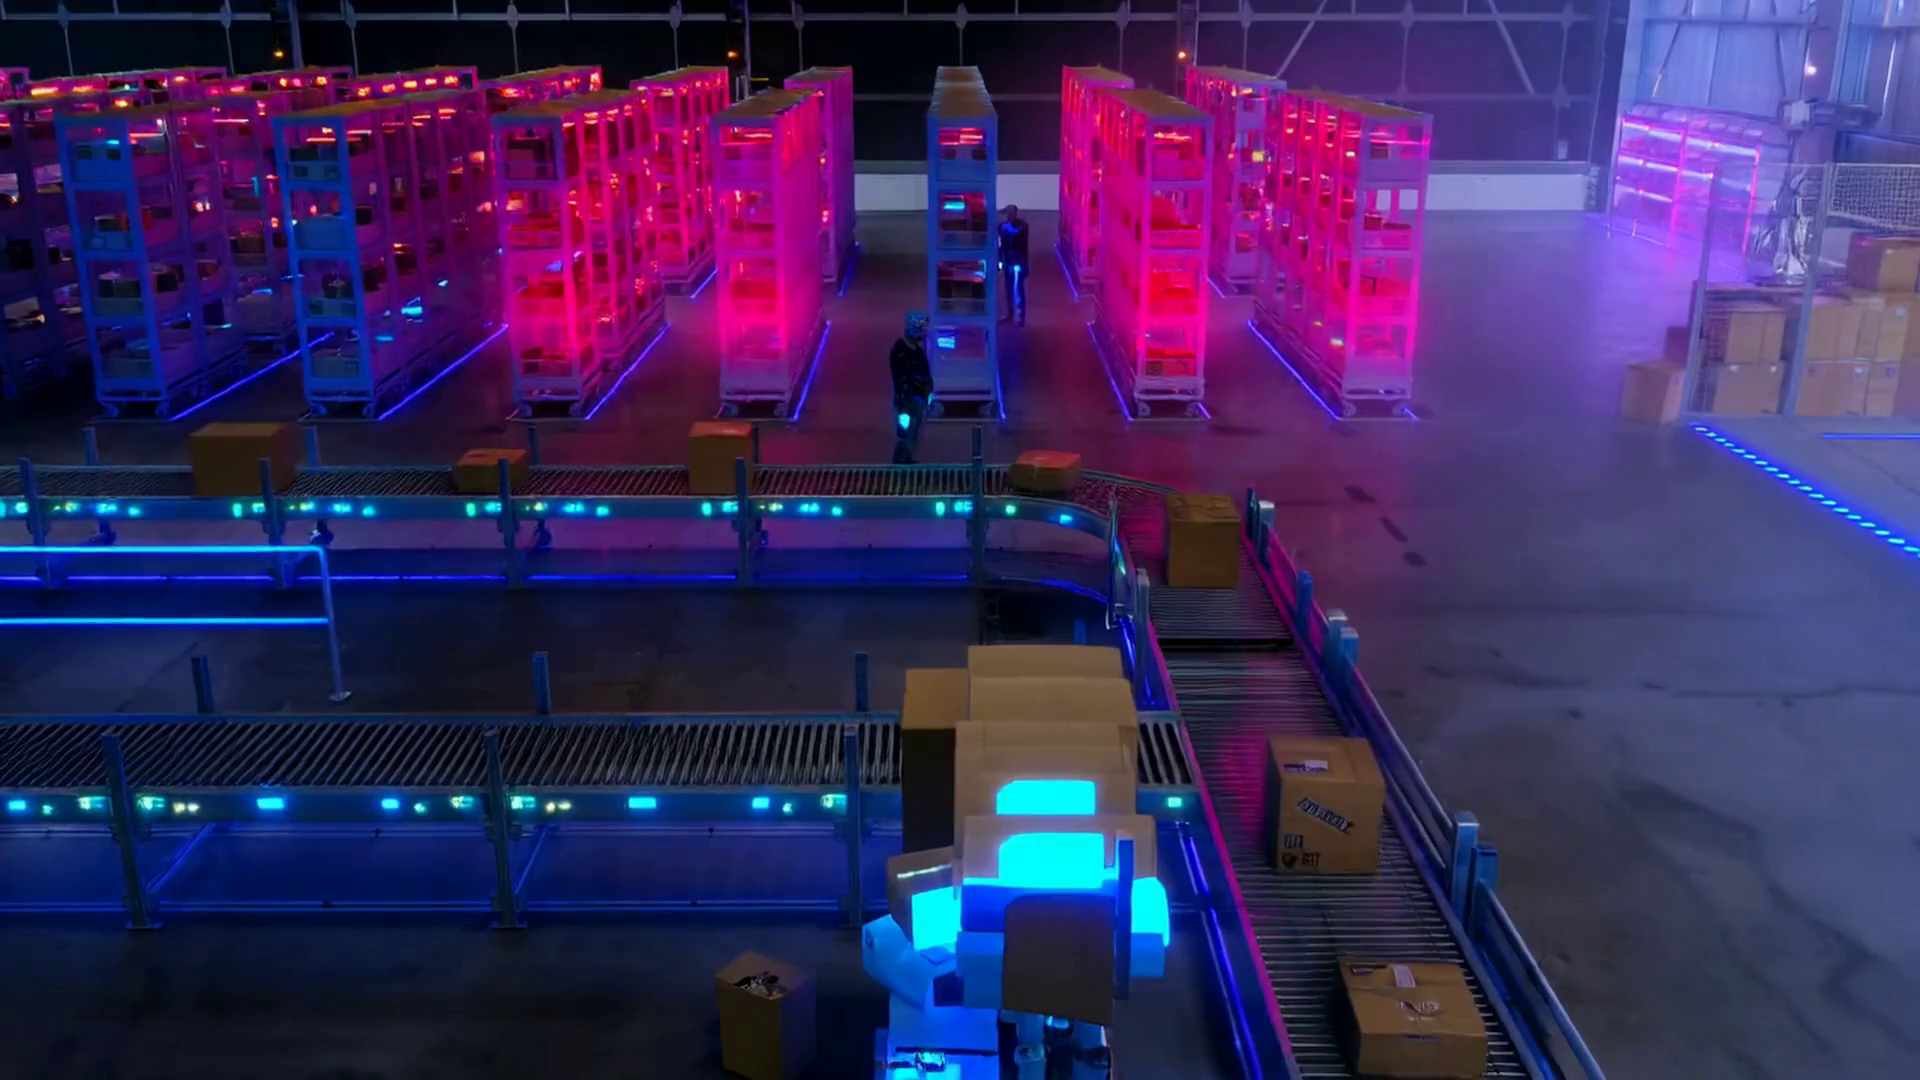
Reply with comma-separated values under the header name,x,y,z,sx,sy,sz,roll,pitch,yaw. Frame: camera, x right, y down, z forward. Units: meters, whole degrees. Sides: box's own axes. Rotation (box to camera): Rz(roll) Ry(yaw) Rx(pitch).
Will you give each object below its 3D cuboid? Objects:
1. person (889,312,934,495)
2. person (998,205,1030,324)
name,x,y,z,sx,sy,sz,roll,pitch,yaw
person,-0.464,-1.346,16.714,0.406,1.903,0.636,5,19,14
person,0.834,-4.298,25.922,0.569,1.831,0.412,12,22,33
